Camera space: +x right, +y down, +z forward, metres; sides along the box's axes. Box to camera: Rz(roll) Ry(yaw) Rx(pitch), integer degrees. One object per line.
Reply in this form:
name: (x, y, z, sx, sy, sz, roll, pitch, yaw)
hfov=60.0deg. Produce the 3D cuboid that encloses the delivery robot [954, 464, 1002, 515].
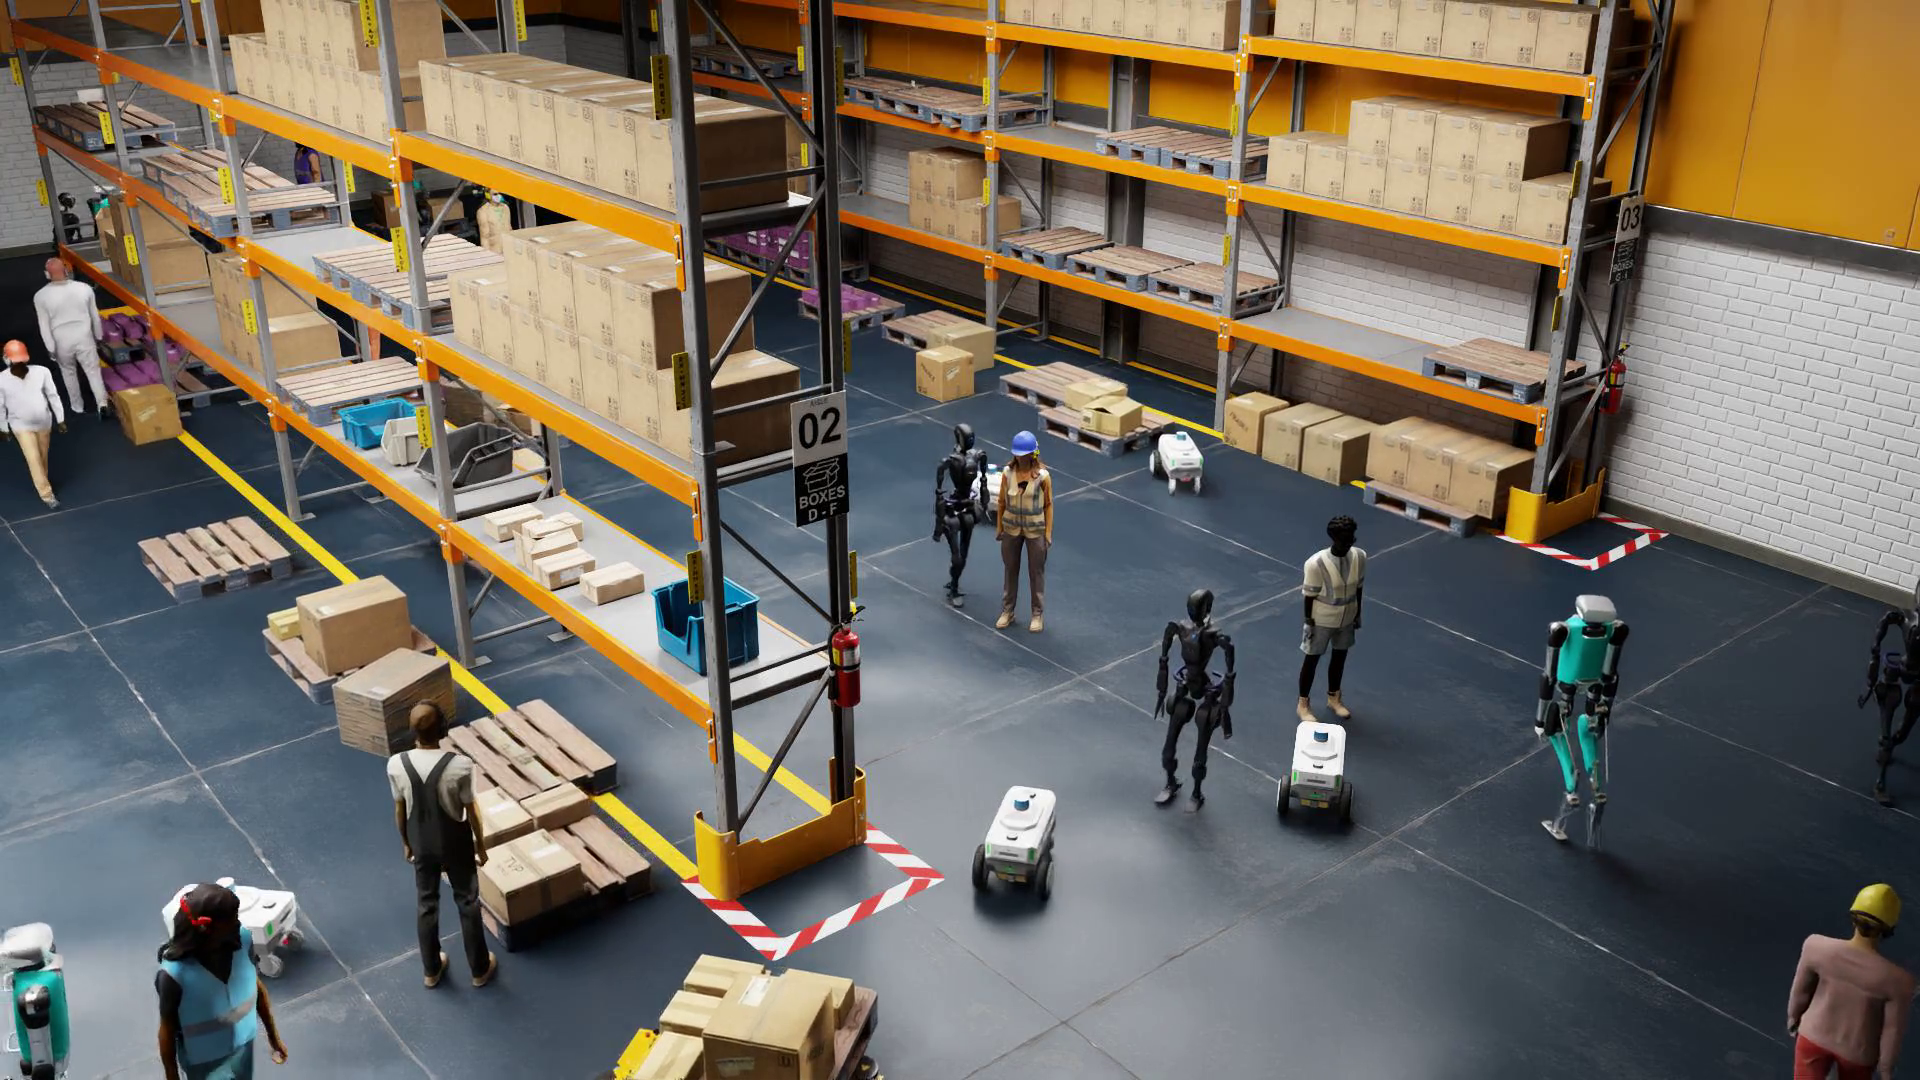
delivery robot: (0.284, -0.441, 16.329, 0.818, 0.614, 0.499, 14, 27, 30)

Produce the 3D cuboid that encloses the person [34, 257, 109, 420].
person: (-10.060, -2.275, 18.882, 0.645, 1.876, 0.877, -16, 28, -33)

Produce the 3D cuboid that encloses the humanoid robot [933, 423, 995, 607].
humanoid robot: (0.014, -0.241, 14.442, 0.600, 1.641, 0.560, -16, 28, -32)

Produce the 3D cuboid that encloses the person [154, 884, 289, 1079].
person: (-3.530, 2.462, 7.946, 0.444, 1.843, 0.538, 12, 26, 25)

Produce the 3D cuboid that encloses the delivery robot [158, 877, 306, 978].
delivery robot: (-4.385, 2.304, 9.968, 0.792, 0.611, 0.499, 3, 24, 6)

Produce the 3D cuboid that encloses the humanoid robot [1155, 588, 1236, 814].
humanoid robot: (1.611, 1.098, 11.329, 0.589, 1.657, 0.334, 13, 27, 28)

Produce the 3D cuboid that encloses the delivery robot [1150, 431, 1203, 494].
delivery robot: (2.276, -0.836, 17.220, 0.499, 0.595, 0.781, -2, 23, -4)

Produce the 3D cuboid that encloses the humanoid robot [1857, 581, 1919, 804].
humanoid robot: (6.638, 0.998, 11.643, 0.584, 1.641, 0.816, 8, 25, 18)

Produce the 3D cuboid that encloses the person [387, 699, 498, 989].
person: (-2.980, 1.760, 9.598, 0.500, 1.836, 0.345, 1, 23, 2)

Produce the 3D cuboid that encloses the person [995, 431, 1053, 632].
person: (0.534, -0.070, 13.899, 0.481, 1.777, 0.316, 7, 24, 15)

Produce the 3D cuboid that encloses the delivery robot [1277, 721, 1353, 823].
delivery robot: (2.500, 1.577, 11.613, 0.499, 0.581, 0.774, 6, 24, 13)

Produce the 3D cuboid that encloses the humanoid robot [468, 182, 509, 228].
humanoid robot: (-7.791, -5.871, 27.393, 1.035, 1.731, 0.547, 1, 23, 3)

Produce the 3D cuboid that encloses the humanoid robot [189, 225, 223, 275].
humanoid robot: (-11.115, -4.566, 24.433, 0.377, 1.644, 0.616, 5, 24, 11)

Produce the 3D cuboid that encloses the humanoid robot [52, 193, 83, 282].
humanoid robot: (-12.455, -4.018, 23.197, 0.615, 1.622, 0.542, 12, 26, 26)

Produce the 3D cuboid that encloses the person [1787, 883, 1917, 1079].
person: (4.287, 2.460, 8.124, 0.525, 1.711, 0.919, 18, 29, 36)

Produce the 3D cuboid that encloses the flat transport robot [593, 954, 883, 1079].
flat transport robot: (-1.187, 2.931, 8.857, 1.431, 0.231, 0.659, 6, 24, 14)

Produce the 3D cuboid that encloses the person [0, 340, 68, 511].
person: (-9.200, -1.158, 16.512, 0.907, 1.697, 0.561, 21, 31, 40)

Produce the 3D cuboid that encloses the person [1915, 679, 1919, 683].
person: (7.815, 0.261, 12.955, 0.548, 1.927, 0.389, 14, 27, 29)

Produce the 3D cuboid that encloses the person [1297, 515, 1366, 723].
person: (2.792, 0.587, 12.489, 0.534, 1.693, 0.319, -9, 25, -20)

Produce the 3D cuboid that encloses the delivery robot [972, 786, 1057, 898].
delivery robot: (0.379, 1.948, 10.795, 0.522, 0.613, 0.784, 6, 24, 14)

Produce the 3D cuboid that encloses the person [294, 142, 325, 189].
person: (-10.388, -5.647, 26.624, 0.533, 1.932, 0.409, 19, 30, 37)

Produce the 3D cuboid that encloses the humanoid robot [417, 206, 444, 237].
humanoid robot: (-7.117, -3.712, 22.503, 0.609, 1.636, 0.625, 19, 30, 37)

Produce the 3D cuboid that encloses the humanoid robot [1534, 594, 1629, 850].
humanoid robot: (4.090, 1.300, 10.883, 0.542, 1.886, 0.657, -3, 24, -7)

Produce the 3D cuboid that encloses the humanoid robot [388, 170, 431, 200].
humanoid robot: (-9.224, -6.117, 28.000, 0.992, 1.778, 0.530, 9, 25, 19)

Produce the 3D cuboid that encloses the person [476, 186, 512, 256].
person: (-6.343, -3.968, 22.809, 0.414, 1.877, 0.553, 15, 27, 31)

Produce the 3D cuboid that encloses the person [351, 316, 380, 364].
person: (-7.160, -2.713, 20.049, 0.502, 1.758, 0.333, 14, 27, 29)

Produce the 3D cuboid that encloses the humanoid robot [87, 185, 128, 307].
humanoid robot: (-11.691, -4.078, 23.284, 0.530, 1.838, 0.652, 8, 25, 17)

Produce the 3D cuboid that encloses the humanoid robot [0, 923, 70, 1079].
humanoid robot: (-4.378, 2.629, 7.712, 0.848, 1.776, 0.563, -11, 26, -23)
